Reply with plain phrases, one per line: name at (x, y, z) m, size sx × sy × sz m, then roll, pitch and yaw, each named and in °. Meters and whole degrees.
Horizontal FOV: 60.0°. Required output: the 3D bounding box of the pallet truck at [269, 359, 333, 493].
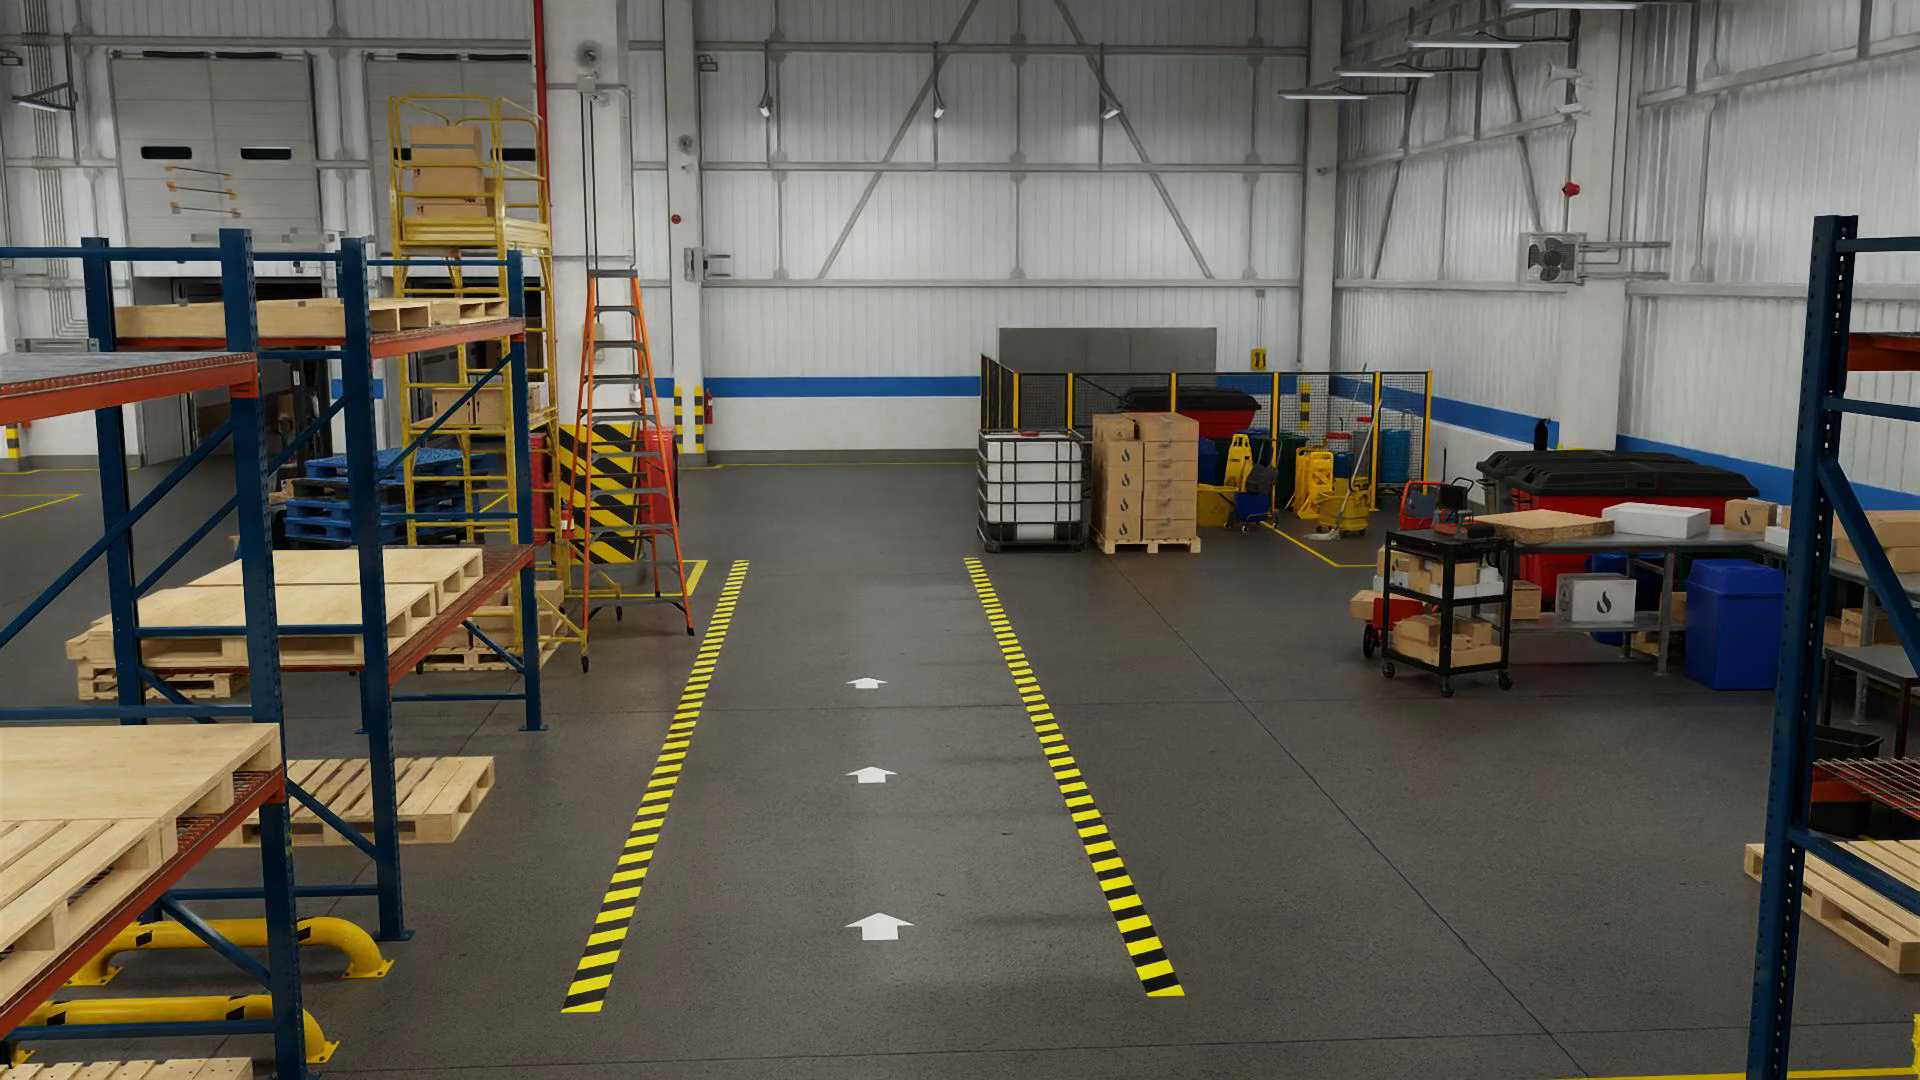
pallet truck at (-7.062, -1.131, 18.996) m, size 1.885 × 1.965 × 0.823 m, roll 2°, pitch 9°, yaw 13°
